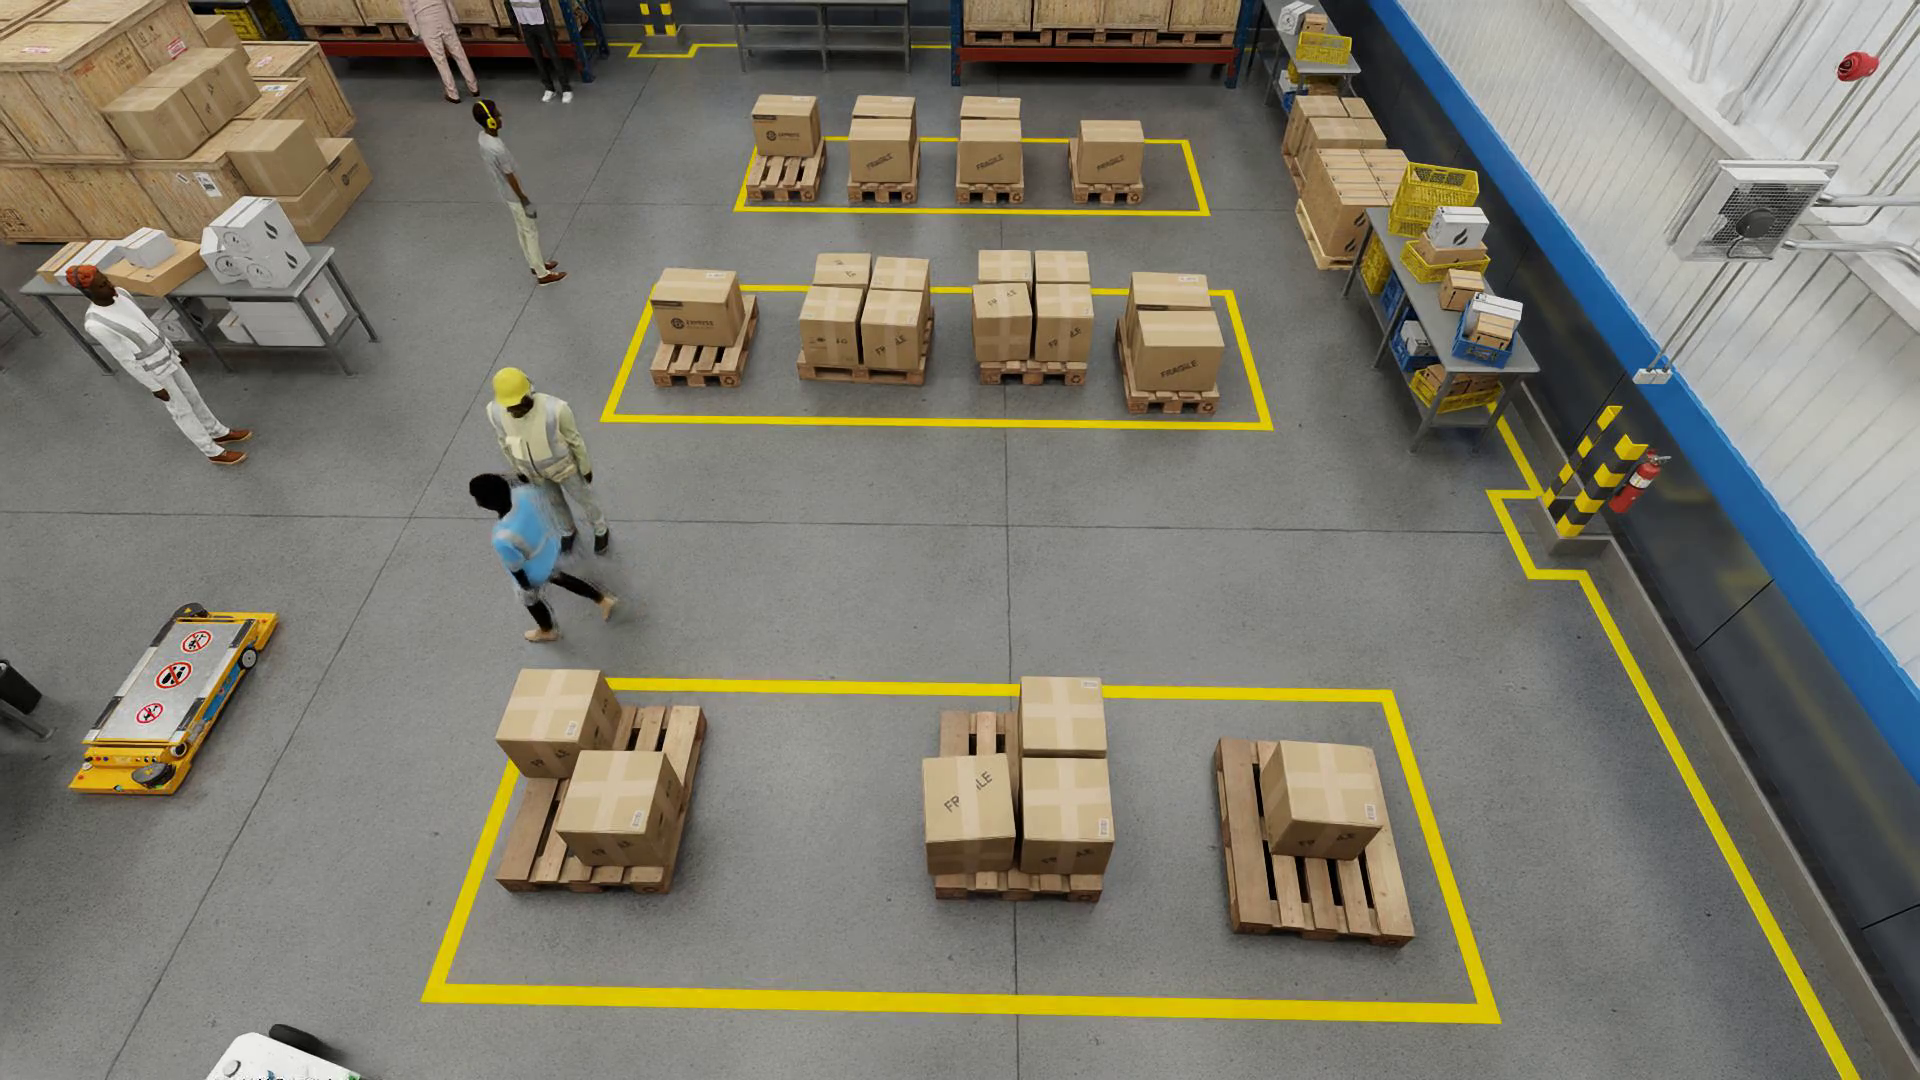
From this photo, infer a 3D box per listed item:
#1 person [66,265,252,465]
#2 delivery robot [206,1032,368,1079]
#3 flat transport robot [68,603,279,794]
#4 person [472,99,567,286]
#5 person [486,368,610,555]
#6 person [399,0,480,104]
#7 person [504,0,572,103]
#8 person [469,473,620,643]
[{"bbox_3d":[-6.535,-1.411,7.495,0.355,1.883,0.575,-13,51,-10],"label":"person"},{"bbox_3d":[-3.476,2.825,4.715,0.707,0.478,0.477,13,51,11],"label":"delivery robot"},{"bbox_3d":[-5.504,1.072,6.442,0.652,0.197,1.431,1,50,1],"label":"flat transport robot"},{"bbox_3d":[-4.483,-3.481,9.264,0.334,1.865,0.513,-33,57,-24],"label":"person"},{"bbox_3d":[-3.046,-0.559,6.814,0.595,1.825,0.403,-1,50,-1],"label":"person"},{"bbox_3d":[-6.895,-6.767,12.012,0.651,1.905,0.409,-37,59,-27],"label":"person"},{"bbox_3d":[-5.576,-6.750,11.999,0.593,1.909,0.407,2,50,2],"label":"person"},{"bbox_3d":[-2.901,0.145,6.309,0.668,1.673,0.534,3,50,2],"label":"person"}]
